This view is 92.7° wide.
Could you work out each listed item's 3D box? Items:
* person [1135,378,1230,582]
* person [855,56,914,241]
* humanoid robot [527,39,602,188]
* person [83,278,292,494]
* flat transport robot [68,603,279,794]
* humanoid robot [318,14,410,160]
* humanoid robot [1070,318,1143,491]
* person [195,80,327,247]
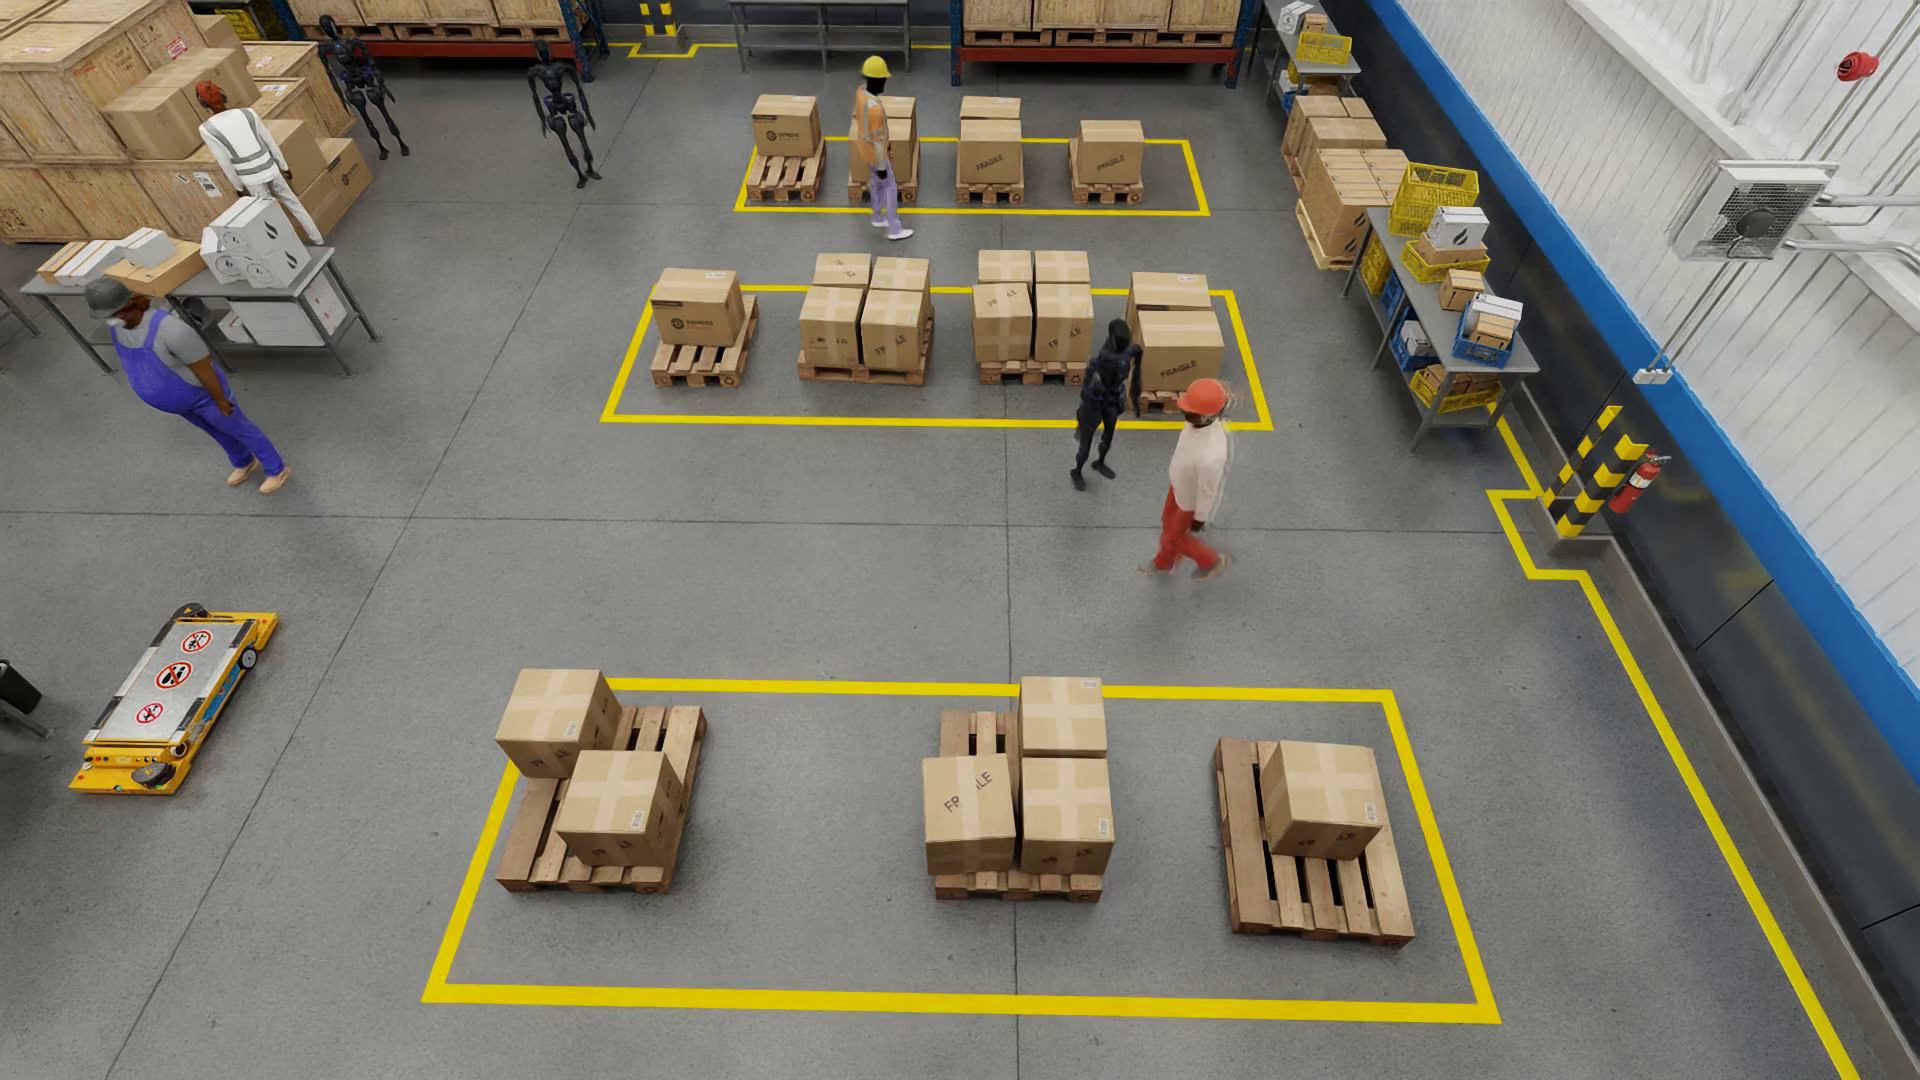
[{"bbox_3d":[1.683,-0.364,6.556,0.551,1.974,0.611,-1,50,-1],"label":"person"},{"bbox_3d":[-0.843,-4.179,9.829,0.480,1.911,0.592,-17,52,-14],"label":"person"},{"bbox_3d":[-4.580,-4.939,10.627,0.597,1.654,0.371,-13,51,-10],"label":"humanoid robot"},{"bbox_3d":[-6.092,-1.178,7.204,0.680,2.000,0.536,13,51,11],"label":"person"},{"bbox_3d":[-5.504,1.072,6.442,0.652,0.197,1.431,1,50,1],"label":"flat transport robot"},{"bbox_3d":[-7.199,-5.435,11.043,0.582,1.655,0.327,-16,52,-13],"label":"humanoid robot"},{"bbox_3d":[1.167,-1.071,7.343,0.609,1.656,0.326,-23,54,-19],"label":"humanoid robot"},{"bbox_3d":[-7.260,-3.785,9.511,0.337,1.882,0.583,27,55,21],"label":"person"}]
